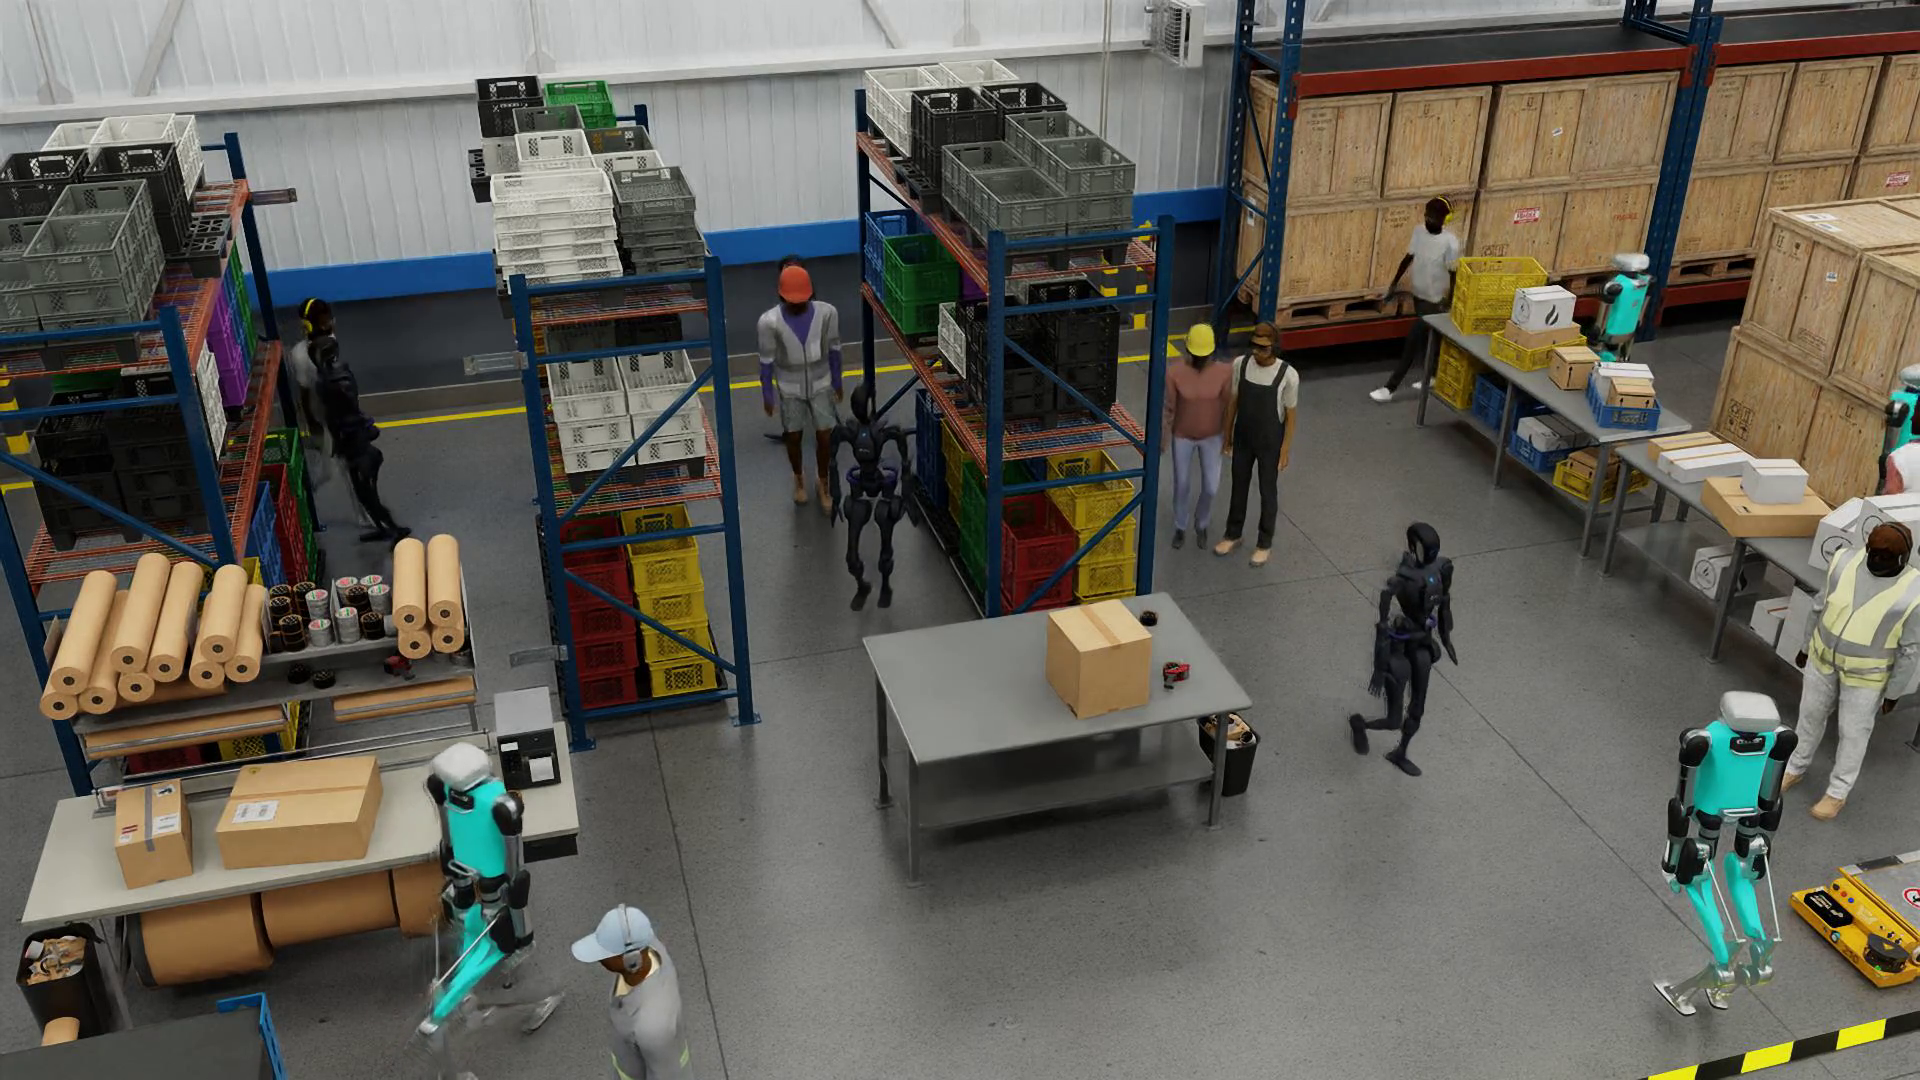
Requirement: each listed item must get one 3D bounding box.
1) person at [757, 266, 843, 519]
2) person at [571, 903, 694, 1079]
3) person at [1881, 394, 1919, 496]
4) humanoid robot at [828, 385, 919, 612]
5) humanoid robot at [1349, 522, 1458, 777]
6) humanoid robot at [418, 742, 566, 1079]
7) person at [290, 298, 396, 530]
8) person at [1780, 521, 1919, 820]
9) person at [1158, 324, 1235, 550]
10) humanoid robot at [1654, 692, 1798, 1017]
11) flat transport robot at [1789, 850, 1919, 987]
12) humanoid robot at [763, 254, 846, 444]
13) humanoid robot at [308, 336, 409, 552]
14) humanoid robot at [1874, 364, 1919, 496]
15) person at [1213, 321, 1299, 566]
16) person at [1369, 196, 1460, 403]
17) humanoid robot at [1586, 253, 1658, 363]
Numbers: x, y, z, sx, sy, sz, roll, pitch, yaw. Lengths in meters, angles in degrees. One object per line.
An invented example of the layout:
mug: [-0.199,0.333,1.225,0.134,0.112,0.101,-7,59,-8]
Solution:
person: [-1.170,-1.113,12.397,0.632,1.998,0.707,-6,29,-11]
person: [-1.248,2.172,6.565,0.392,1.850,0.598,-8,30,-15]
person: [6.036,-0.045,10.552,0.594,1.892,0.817,-7,29,-12]
humanoid robot: [-0.582,-0.263,11.181,0.613,1.649,0.448,3,29,6]
humanoid robot: [2.579,0.604,9.605,0.610,1.648,0.414,-16,33,-27]
humanoid robot: [-2.257,1.788,7.426,0.552,1.756,1.045,18,33,29]
person: [-4.668,-0.906,12.181,0.721,1.842,0.526,8,30,14]
person: [4.958,0.710,9.251,0.429,1.834,0.631,-17,33,-28]
person: [1.684,-0.718,11.925,0.546,1.753,0.425,4,29,8]
humanoid robot: [3.584,1.554,7.672,0.533,1.675,0.735,-2,29,-4]
flat transport robot: [5.163,1.916,8.676,1.431,0.231,0.659,-8,30,-14]
humanoid robot: [-1.256,-1.516,13.511,0.756,1.624,0.620,-5,29,-8]
humanoid robot: [-4.339,-0.702,11.973,0.384,1.641,0.592,-25,38,-38]
humanoid robot: [6.451,-0.261,11.127,0.546,1.772,0.762,-24,37,-37]
person: [2.104,-0.693,11.784,0.513,1.843,0.327,18,34,29]
person: [3.947,-2.076,14.337,0.946,1.813,0.525,-13,31,-22]
humanoid robot: [5.044,-1.467,13.419,0.546,1.892,0.781,-16,32,-26]
